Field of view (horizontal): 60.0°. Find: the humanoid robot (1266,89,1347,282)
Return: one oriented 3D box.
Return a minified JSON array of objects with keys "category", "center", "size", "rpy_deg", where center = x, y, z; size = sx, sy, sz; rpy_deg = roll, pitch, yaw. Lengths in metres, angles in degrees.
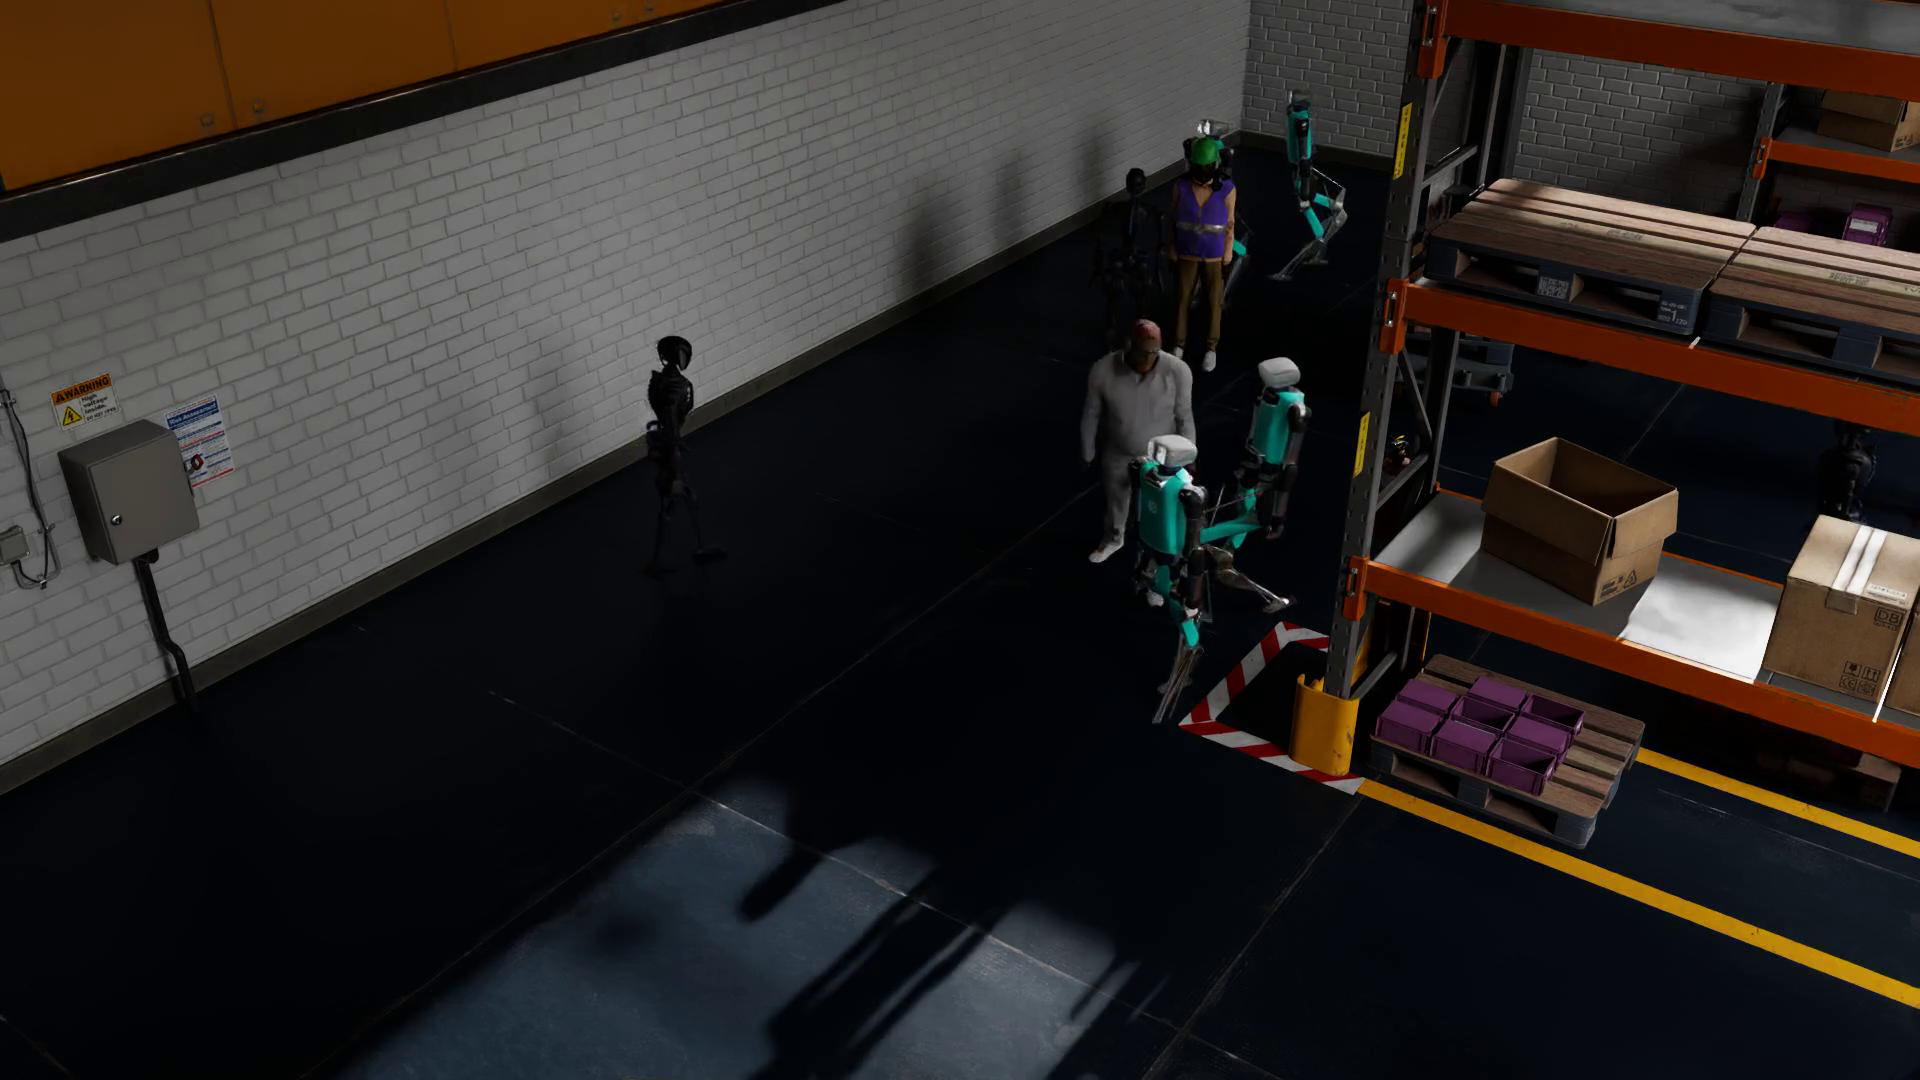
[{"category":"humanoid robot","center":[3.246,-3.213,15.131],"size":[0.930,1.747,0.541],"rpy_deg":[0,30,0]}]

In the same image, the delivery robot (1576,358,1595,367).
[{"category":"delivery robot","center":[5.315,-1.792,13.874],"size":[0.515,0.606,0.778],"rpy_deg":[-9,31,-15]}]

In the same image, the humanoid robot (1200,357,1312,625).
[{"category":"humanoid robot","center":[1.604,-0.209,9.983],"size":[1.051,1.760,0.552],"rpy_deg":[-10,31,-16]}]

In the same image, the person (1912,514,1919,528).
[{"category":"person","center":[6.826,-0.916,11.057],"size":[0.712,1.849,0.391],"rpy_deg":[1,30,2]}]

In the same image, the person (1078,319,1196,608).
[{"category":"person","center":[1.100,-0.520,10.359],"size":[0.741,1.851,0.931],"rpy_deg":[5,30,8]}]

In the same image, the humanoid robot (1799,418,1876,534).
[{"category":"humanoid robot","center":[5.129,-0.035,9.693],"size":[0.426,1.640,0.608],"rpy_deg":[10,32,17]}]

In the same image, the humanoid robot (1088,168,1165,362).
[{"category":"humanoid robot","center":[1.343,-2.169,13.398],"size":[0.616,1.641,0.380],"rpy_deg":[4,30,6]}]

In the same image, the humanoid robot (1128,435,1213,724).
[{"category":"humanoid robot","center":[1.278,0.193,9.260],"size":[0.742,1.806,0.539],"rpy_deg":[-21,36,-32]}]

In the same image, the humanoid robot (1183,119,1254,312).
[{"category":"humanoid robot","center":[2.281,-2.814,14.411],"size":[0.727,1.740,0.532],"rpy_deg":[-22,37,-33]}]

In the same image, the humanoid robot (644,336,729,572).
[{"category":"humanoid robot","center":[-1.796,-0.546,10.595],"size":[0.627,1.630,0.614],"rpy_deg":[-6,30,-10]}]

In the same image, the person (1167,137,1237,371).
[{"category":"person","center":[1.933,-2.306,13.390],"size":[0.530,1.924,0.426],"rpy_deg":[7,31,12]}]
